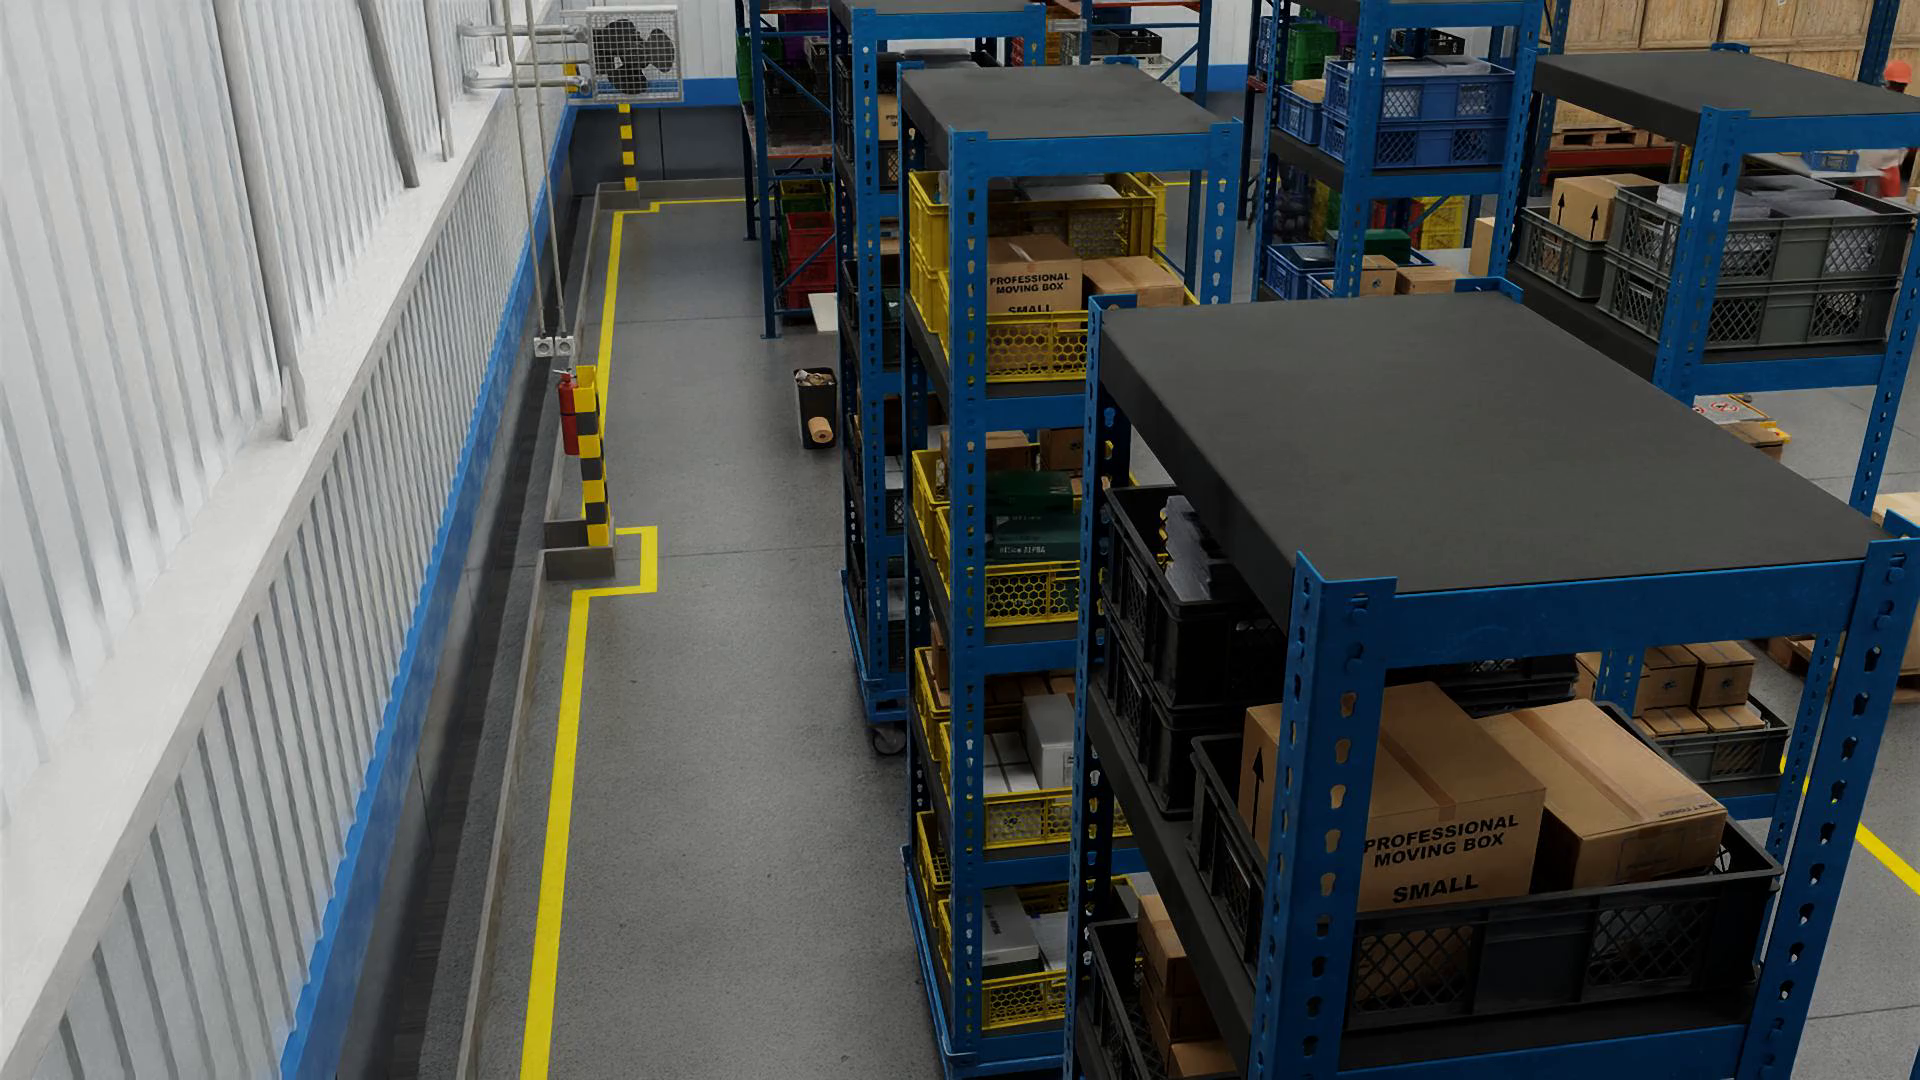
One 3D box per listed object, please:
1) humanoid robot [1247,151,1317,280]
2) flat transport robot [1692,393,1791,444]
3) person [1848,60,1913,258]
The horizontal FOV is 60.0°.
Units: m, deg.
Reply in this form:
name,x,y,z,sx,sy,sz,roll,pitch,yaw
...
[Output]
name,x,y,z,sx,sy,sz,roll,pitch,yaw
humanoid robot,2.930,-2.991,15.139,0.604,1.624,0.538,2,25,4
flat transport robot,5.224,-0.859,12.132,1.431,0.197,0.652,-4,25,-8
person,8.954,-3.643,16.172,0.656,1.975,0.595,-2,25,-5
